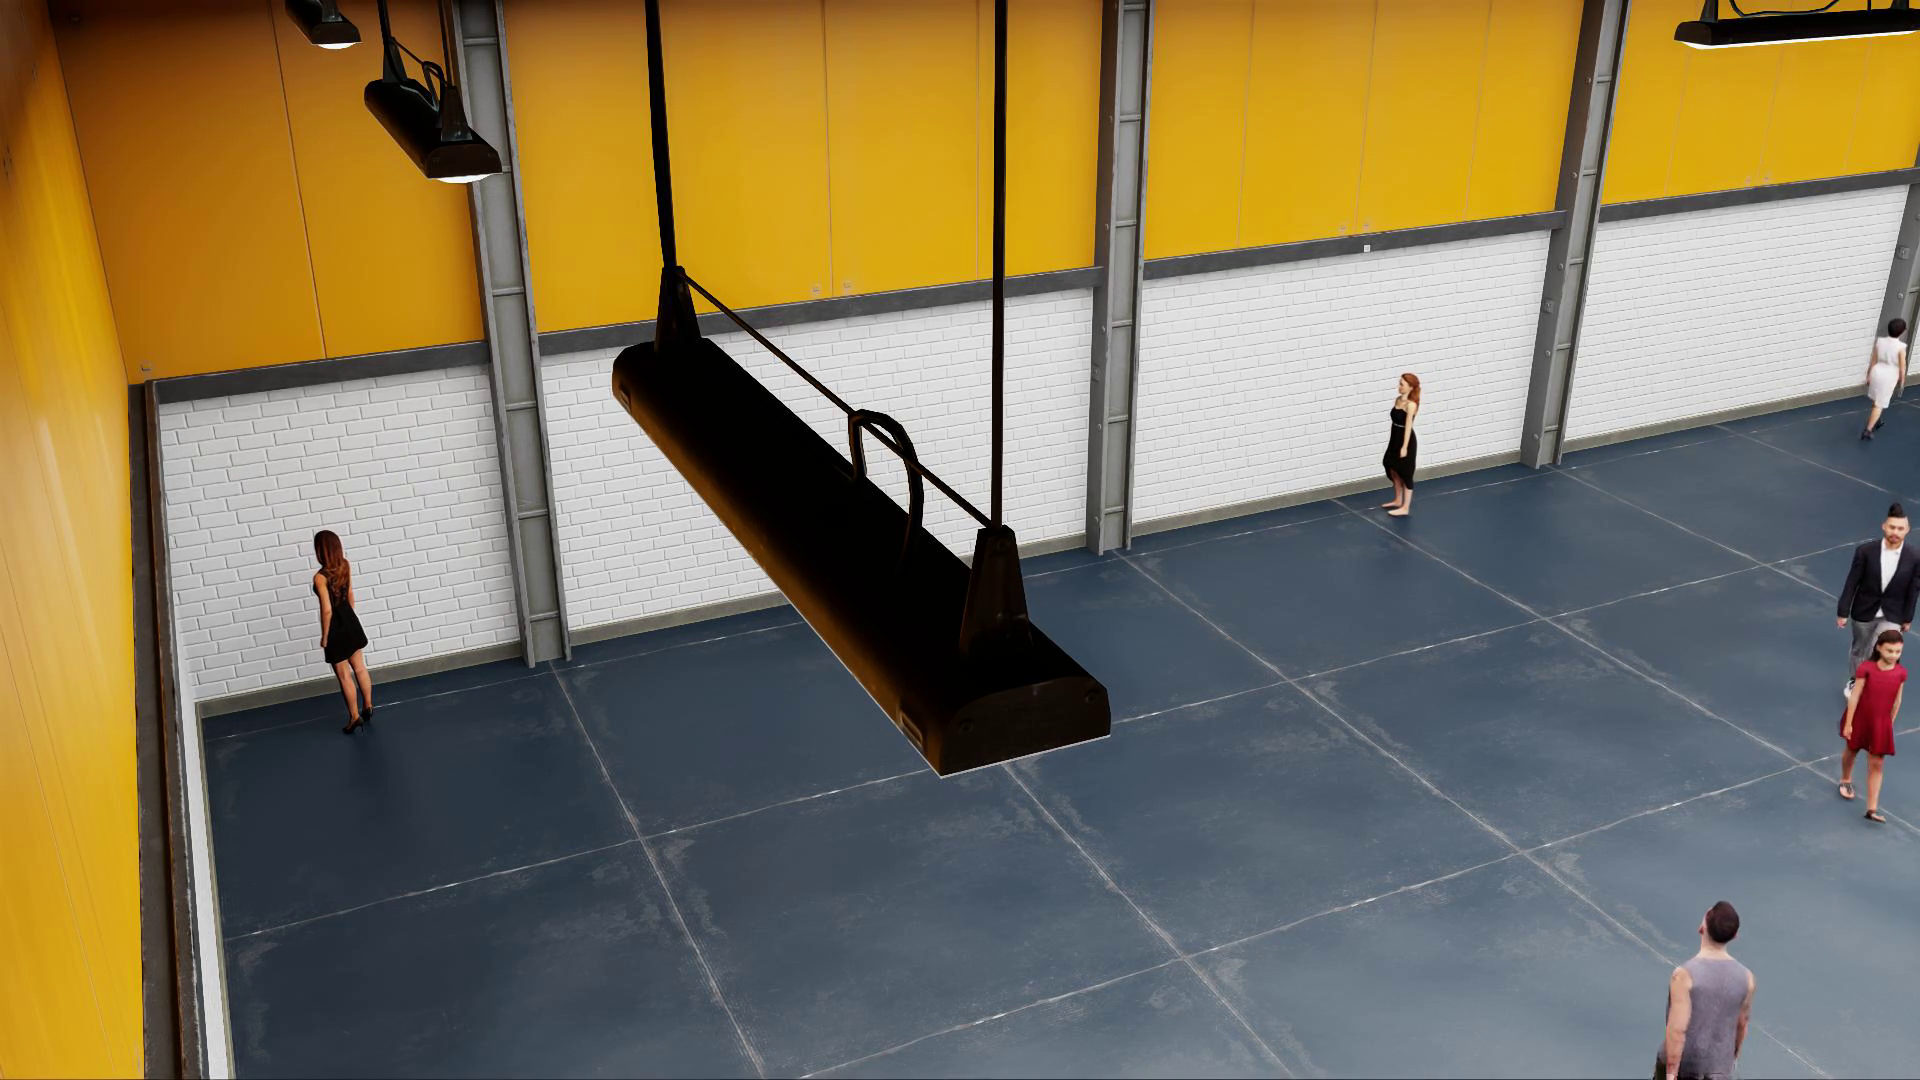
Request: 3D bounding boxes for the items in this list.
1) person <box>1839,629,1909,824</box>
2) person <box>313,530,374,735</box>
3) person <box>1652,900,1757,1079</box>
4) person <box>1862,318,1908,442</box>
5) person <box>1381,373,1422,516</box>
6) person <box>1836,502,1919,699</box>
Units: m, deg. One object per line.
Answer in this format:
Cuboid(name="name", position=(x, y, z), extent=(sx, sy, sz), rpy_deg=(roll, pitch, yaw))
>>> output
Cuboid(name="person", position=(7.076, 1.368, 12.967), extent=(0.992, 1.519, 1.004), rpy_deg=(6, 24, 13))
Cuboid(name="person", position=(-5.188, 0.771, 13.941), extent=(0.719, 1.834, 0.662), rpy_deg=(8, 25, 17))
Cuboid(name="person", position=(3.960, 2.883, 8.915), extent=(1.269, 1.765, 1.145), rpy_deg=(1, 24, 2))
Cuboid(name="person", position=(11.384, -1.959, 20.568), extent=(0.911, 1.528, 0.637), rpy_deg=(-15, 28, -30))
Cuboid(name="person", position=(4.920, -1.070, 18.416), extent=(0.634, 1.622, 0.618), rpy_deg=(-4, 24, -10))
Cuboid(name="person", position=(7.882, 0.579, 14.302), extent=(1.146, 1.896, 1.330), rpy_deg=(14, 27, 29))
